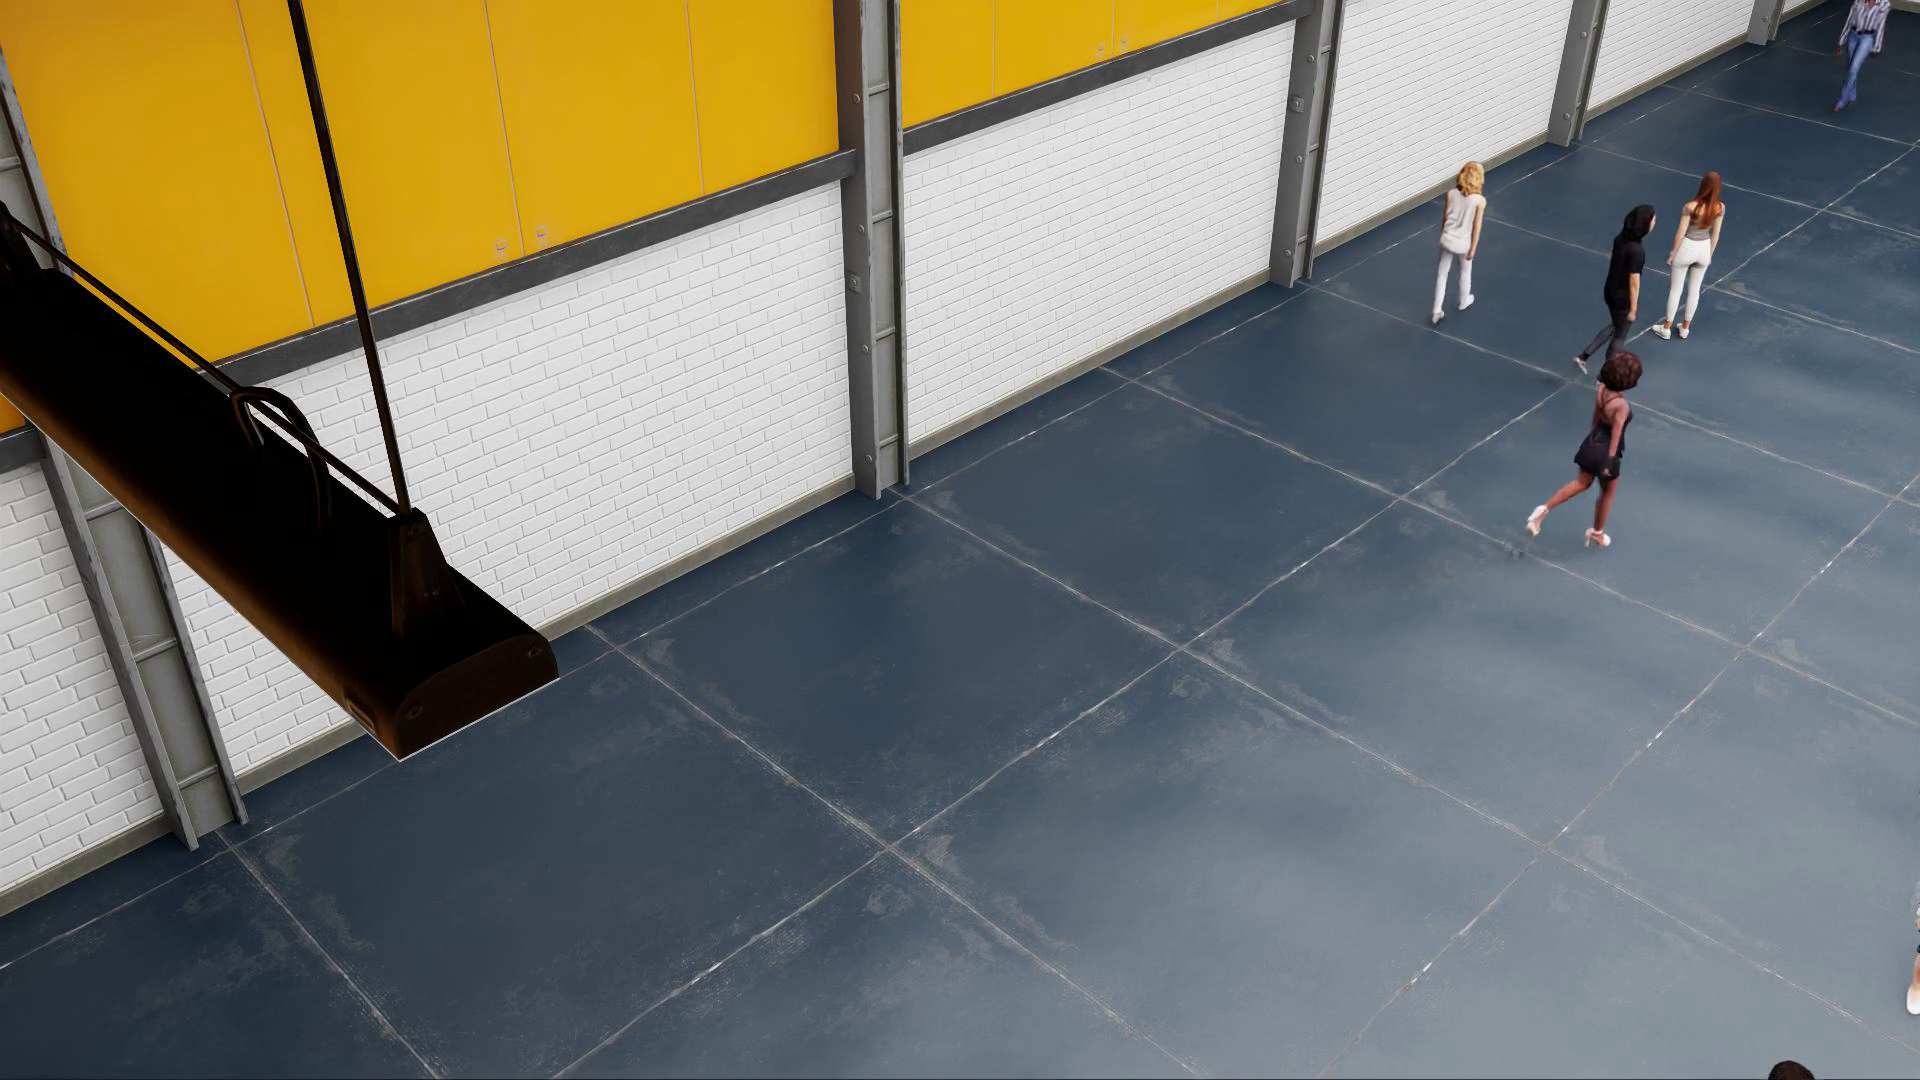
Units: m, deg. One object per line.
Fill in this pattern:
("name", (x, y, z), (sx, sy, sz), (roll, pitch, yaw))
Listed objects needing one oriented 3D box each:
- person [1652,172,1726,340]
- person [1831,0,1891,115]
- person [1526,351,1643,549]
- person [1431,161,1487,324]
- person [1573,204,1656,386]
("person", (7.208, -2.797, 16.371), (0.651, 1.724, 0.714), (-1, 34, -1))
("person", (11.940, -6.561, 21.996), (0.930, 1.765, 0.706), (-24, 40, -31))
("person", (4.965, -0.648, 13.101), (1.073, 1.765, 0.894), (-7, 34, -10))
("person", (4.942, -2.956, 16.686), (0.689, 1.639, 0.961), (21, 39, 28))
("person", (6.082, -2.272, 15.495), (0.925, 1.819, 0.862), (-3, 34, -5))
